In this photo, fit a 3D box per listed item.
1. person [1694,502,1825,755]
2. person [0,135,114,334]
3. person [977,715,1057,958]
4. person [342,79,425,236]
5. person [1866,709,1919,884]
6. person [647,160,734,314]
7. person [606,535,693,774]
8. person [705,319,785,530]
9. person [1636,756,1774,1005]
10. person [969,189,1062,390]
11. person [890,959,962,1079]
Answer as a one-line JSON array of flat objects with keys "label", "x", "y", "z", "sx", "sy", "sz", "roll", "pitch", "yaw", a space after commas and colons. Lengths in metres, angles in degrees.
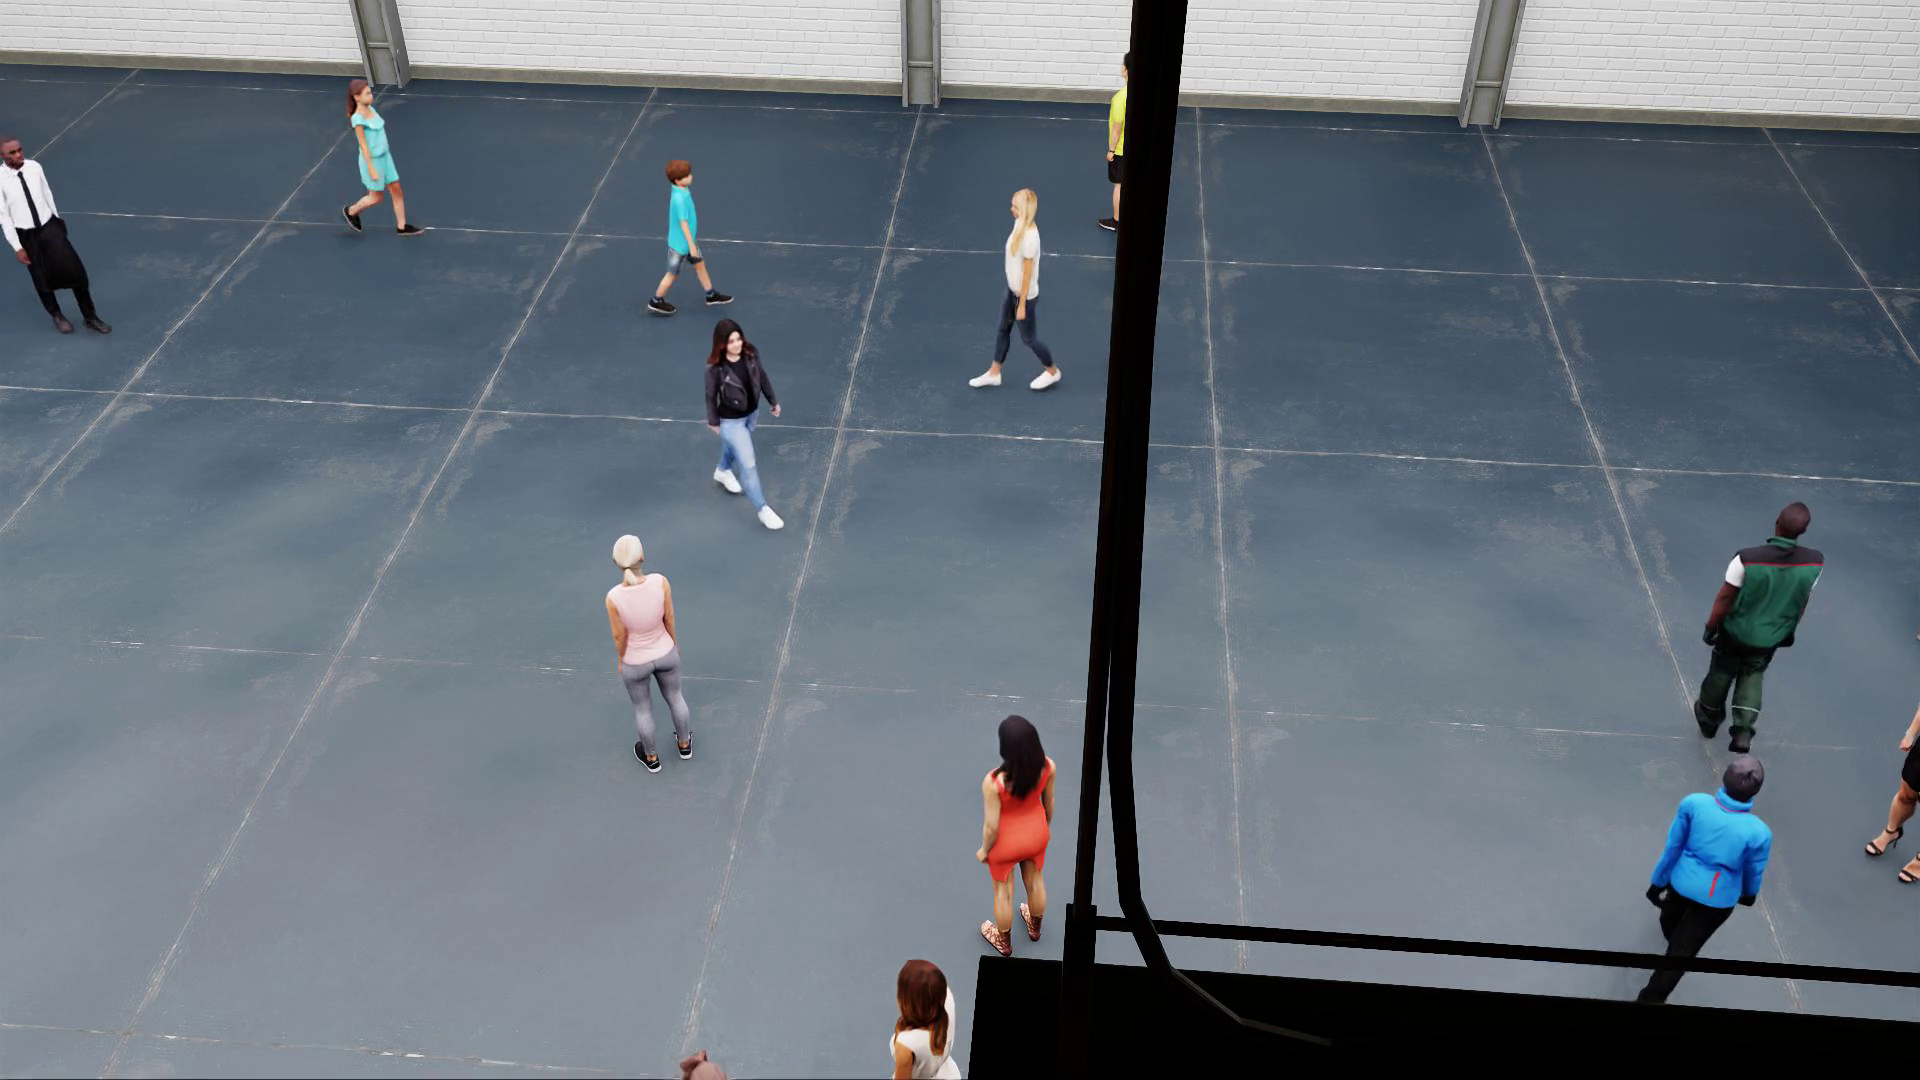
[{"label": "person", "x": 4.792, "y": 0.605, "z": 10.001, "sx": 0.834, "sy": 1.822, "sz": 0.765, "roll": 4, "pitch": 39, "yaw": 5}, {"label": "person", "x": -7.813, "y": -2.575, "z": 13.990, "sx": 1.016, "sy": 1.812, "sz": 0.925, "roll": 29, "pitch": 47, "yaw": 31}, {"label": "person", "x": 0.305, "y": 1.584, "z": 8.855, "sx": 0.630, "sy": 1.723, "sz": 0.734, "roll": -17, "pitch": 42, "yaw": -20}, {"label": "person", "x": -5.473, "y": -3.500, "z": 15.367, "sx": 0.957, "sy": 1.541, "sz": 0.599, "roll": 6, "pitch": 39, "yaw": 7}, {"label": "person", "x": 5.521, "y": 1.234, "z": 9.302, "sx": 0.779, "sy": 1.711, "sz": 0.747, "roll": -20, "pitch": 43, "yaw": -23}, {"label": "person", "x": -2.465, "y": -2.588, "z": 14.326, "sx": 1.001, "sy": 1.415, "sz": 0.641, "roll": -2, "pitch": 39, "yaw": -3}, {"label": "person", "x": -1.869, "y": 0.690, "z": 9.975, "sx": 0.601, "sy": 1.722, "sz": 0.702, "roll": -17, "pitch": 42, "yaw": -20}, {"label": "person", "x": -1.652, "y": -0.915, "z": 12.088, "sx": 1.188, "sy": 1.593, "sz": 1.055, "roll": 30, "pitch": 47, "yaw": 32}, {"label": "person", "x": 3.738, "y": 1.847, "z": 8.499, "sx": 1.128, "sy": 1.755, "sz": 1.112, "roll": -31, "pitch": 48, "yaw": -33}, {"label": "person", "x": 0.573, "y": -1.958, "z": 13.239, "sx": 1.058, "sy": 1.786, "sz": 0.801, "roll": -7, "pitch": 39, "yaw": -9}, {"label": "person", "x": -0.128, "y": 2.530, "z": 7.623, "sx": 0.650, "sy": 1.782, "sz": 0.650, "roll": 20, "pitch": 43, "yaw": 23}]
